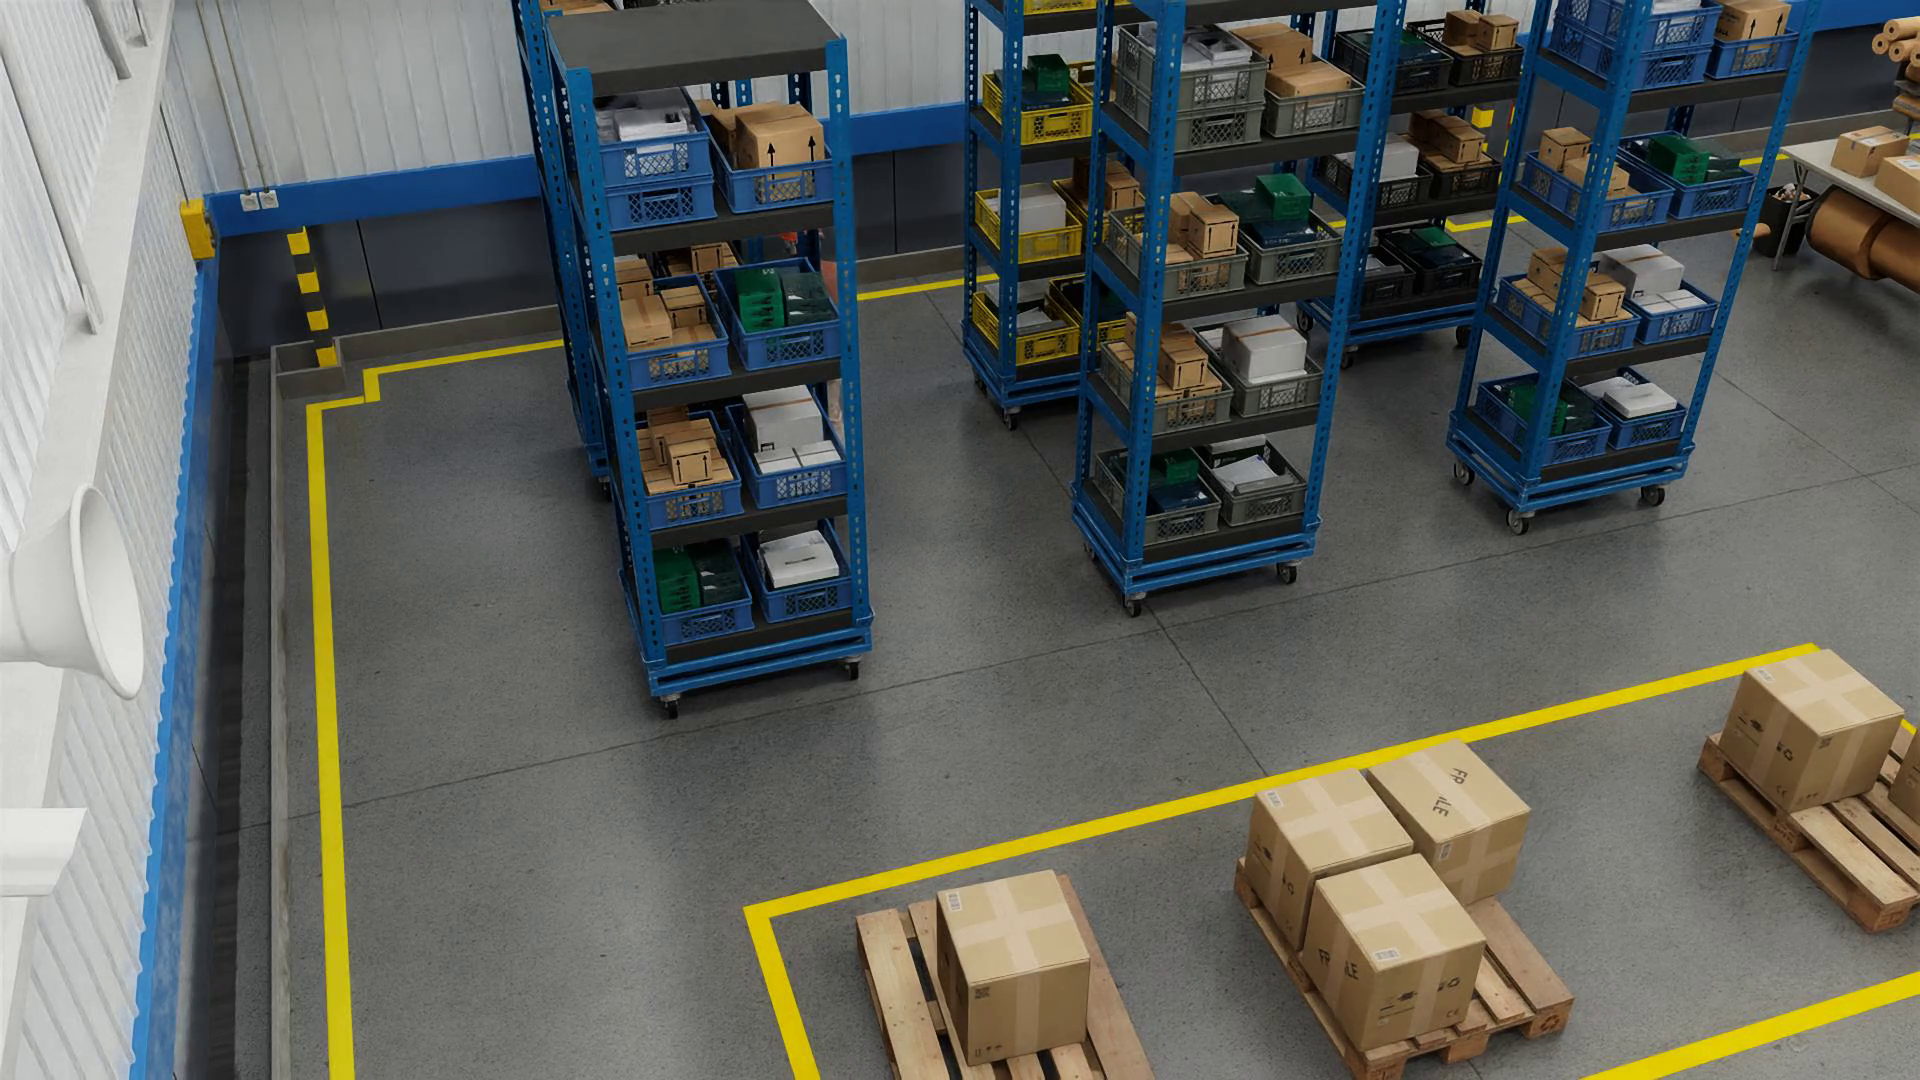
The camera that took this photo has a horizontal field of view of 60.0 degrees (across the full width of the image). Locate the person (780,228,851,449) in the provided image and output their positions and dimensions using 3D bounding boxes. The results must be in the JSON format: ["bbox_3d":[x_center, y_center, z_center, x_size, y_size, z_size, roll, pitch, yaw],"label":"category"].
[{"bbox_3d":[-0.907,-1.076,10.091,0.625,1.980,0.411,-27,43,-33],"label":"person"}]
